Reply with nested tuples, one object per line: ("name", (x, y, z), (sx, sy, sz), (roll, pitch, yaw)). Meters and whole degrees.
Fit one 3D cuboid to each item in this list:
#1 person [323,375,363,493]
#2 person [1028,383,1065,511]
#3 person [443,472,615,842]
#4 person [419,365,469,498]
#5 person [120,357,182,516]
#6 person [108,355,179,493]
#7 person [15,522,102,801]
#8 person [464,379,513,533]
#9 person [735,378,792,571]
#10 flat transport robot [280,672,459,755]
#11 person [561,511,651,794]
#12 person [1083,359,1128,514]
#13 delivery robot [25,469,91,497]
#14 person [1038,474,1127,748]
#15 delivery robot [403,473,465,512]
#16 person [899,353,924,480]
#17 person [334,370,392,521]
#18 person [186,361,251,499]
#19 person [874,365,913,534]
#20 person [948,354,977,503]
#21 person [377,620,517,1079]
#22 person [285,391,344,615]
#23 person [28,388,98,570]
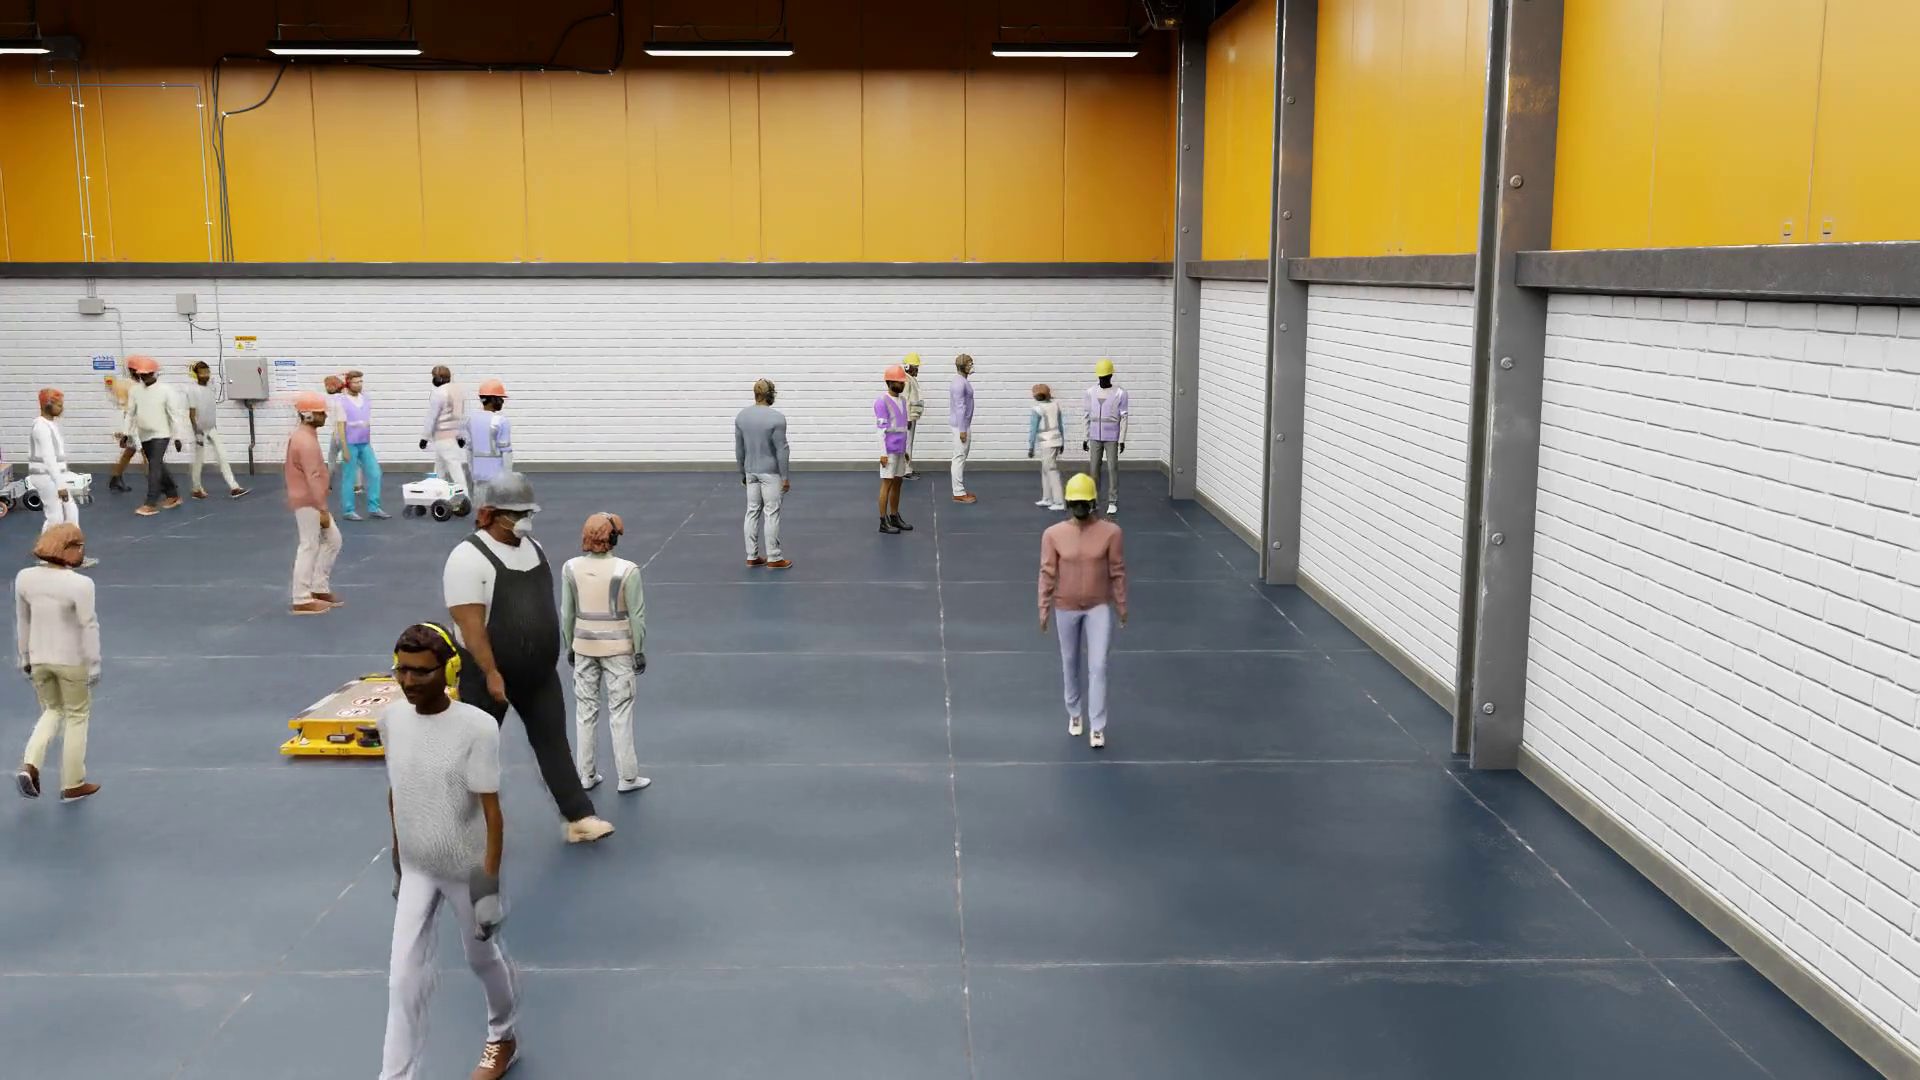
("person", (-8.443, -1.431, 22.529), (0.768, 1.588, 0.517), (2, 9, 12))
("person", (1.078, -1.167, 20.904), (0.610, 1.601, 0.537), (7, 12, 36))
("person", (-2.345, 0.603, 8.727), (0.996, 2.000, 0.693), (6, 11, 31))
("person", (-6.665, -1.315, 21.204), (0.912, 1.798, 0.642), (1, 9, 8))
("person", (-10.083, -1.311, 20.787), (0.617, 1.947, 0.993), (2, 9, 13))
("person", (-11.138, -1.560, 22.505), (1.027, 1.883, 0.574), (1, 9, 8))
("person", (-5.102, 0.704, 9.404), (0.517, 1.614, 0.411), (2, 9, 10))
("person", (-4.695, -0.647, 16.715), (0.547, 1.934, 0.376), (5, 10, 26))
("person", (-1.975, -0.660, 16.782), (0.638, 1.938, 0.356), (6, 11, 32))
("flat transport robot", (-3.845, 1.127, 10.923), (0.652, 0.197, 1.431), (0, 9, 2))
("person", (-2.059, 0.654, 9.637), (0.516, 1.640, 0.314), (3, 10, 16))
("person", (1.787, -1.272, 20.643), (0.593, 1.924, 0.393), (5, 10, 26))
("delivery robot", (-11.419, -0.717, 21.079), (0.707, 0.478, 0.477), (-3, 10, -15))
("person", (0.778, 0.447, 10.567), (0.562, 1.735, 0.795), (1, 9, 5))
("delivery robot", (-6.393, -0.573, 20.196), (0.707, 0.478, 0.477), (2, 9, 15))
("person", (-0.716, -1.785, 24.029), (0.404, 1.825, 0.587), (1, 9, 5))
("person", (-7.170, -1.118, 19.951), (0.723, 1.819, 0.595), (4, 10, 23))
("person", (-9.780, -1.421, 21.807), (0.927, 1.821, 0.526), (3, 10, 19))
("person", (-0.744, -1.043, 19.140), (0.362, 1.935, 0.551), (5, 11, 29))
("person", (0.037, -1.453, 21.648), (0.373, 1.940, 0.628), (0, 9, 1))
("person", (-1.837, 1.182, 5.868), (0.553, 1.813, 0.994), (2, 10, 14))
("person", (-5.652, -0.325, 14.621), (0.599, 1.969, 0.649), (-4, 10, -23))
("person", (-9.040, -0.591, 16.601), (0.440, 1.873, 0.610), (-4, 10, -23))
